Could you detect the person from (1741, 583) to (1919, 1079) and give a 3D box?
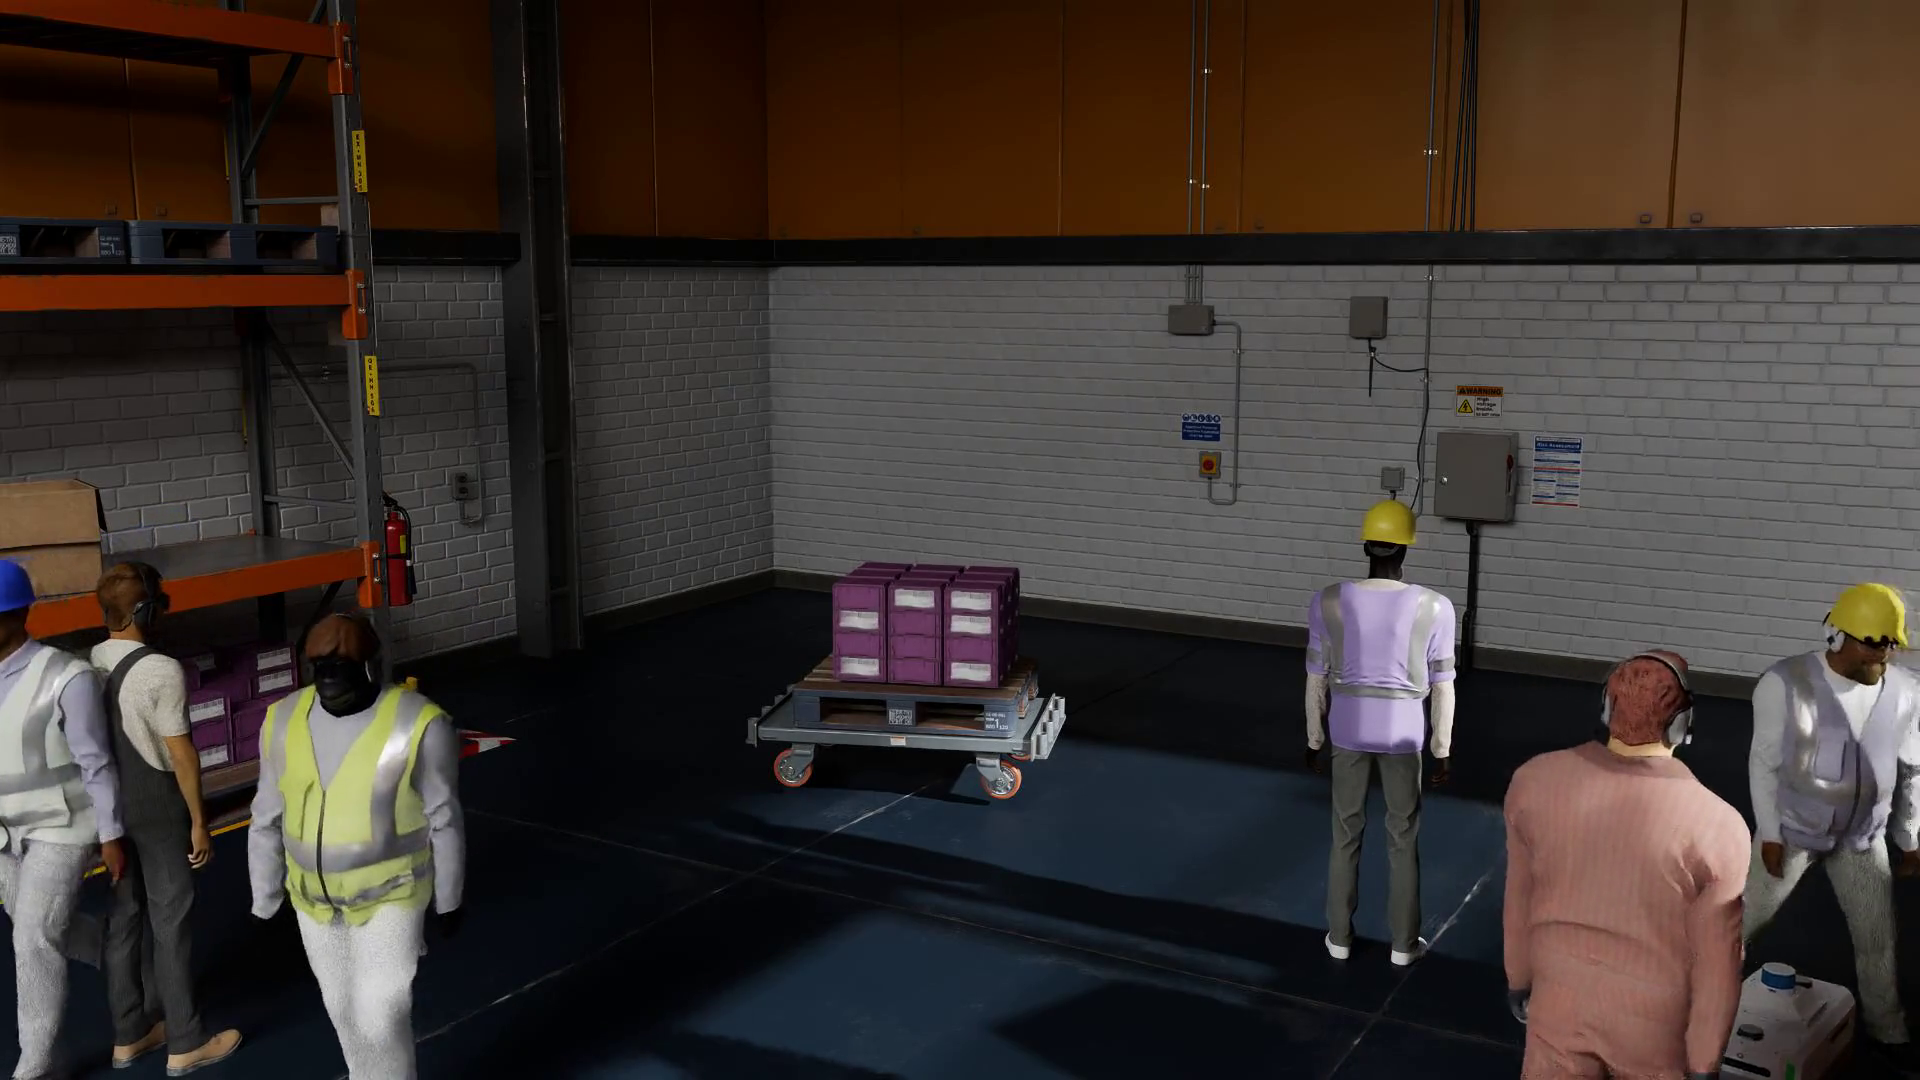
[{"bbox_3d":[3.095,1.016,5.935,0.753,1.781,0.515,0,9,0],"label":"person"}]

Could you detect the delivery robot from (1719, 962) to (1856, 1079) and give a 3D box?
[{"bbox_3d":[2.692,1.642,5.501,0.477,0.478,0.707,8,12,42],"label":"delivery robot"}]

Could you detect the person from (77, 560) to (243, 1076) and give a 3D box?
[{"bbox_3d":[-2.877,0.983,5.898,0.508,1.845,0.345,3,10,18],"label":"person"}]

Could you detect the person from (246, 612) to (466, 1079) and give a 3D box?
[{"bbox_3d":[-1.875,1.122,5.098,0.626,1.826,0.608,2,9,12],"label":"person"}]

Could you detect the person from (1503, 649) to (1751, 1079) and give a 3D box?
[{"bbox_3d":[1.678,1.217,4.325,0.640,1.882,0.839,8,12,39],"label":"person"}]

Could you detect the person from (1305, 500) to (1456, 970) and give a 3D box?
[{"bbox_3d":[1.716,0.793,6.826,0.593,1.924,0.381,3,10,18],"label":"person"}]

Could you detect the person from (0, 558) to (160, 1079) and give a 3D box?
[{"bbox_3d":[-3.162,0.966,5.826,0.626,1.915,0.870,3,10,17],"label":"person"}]
